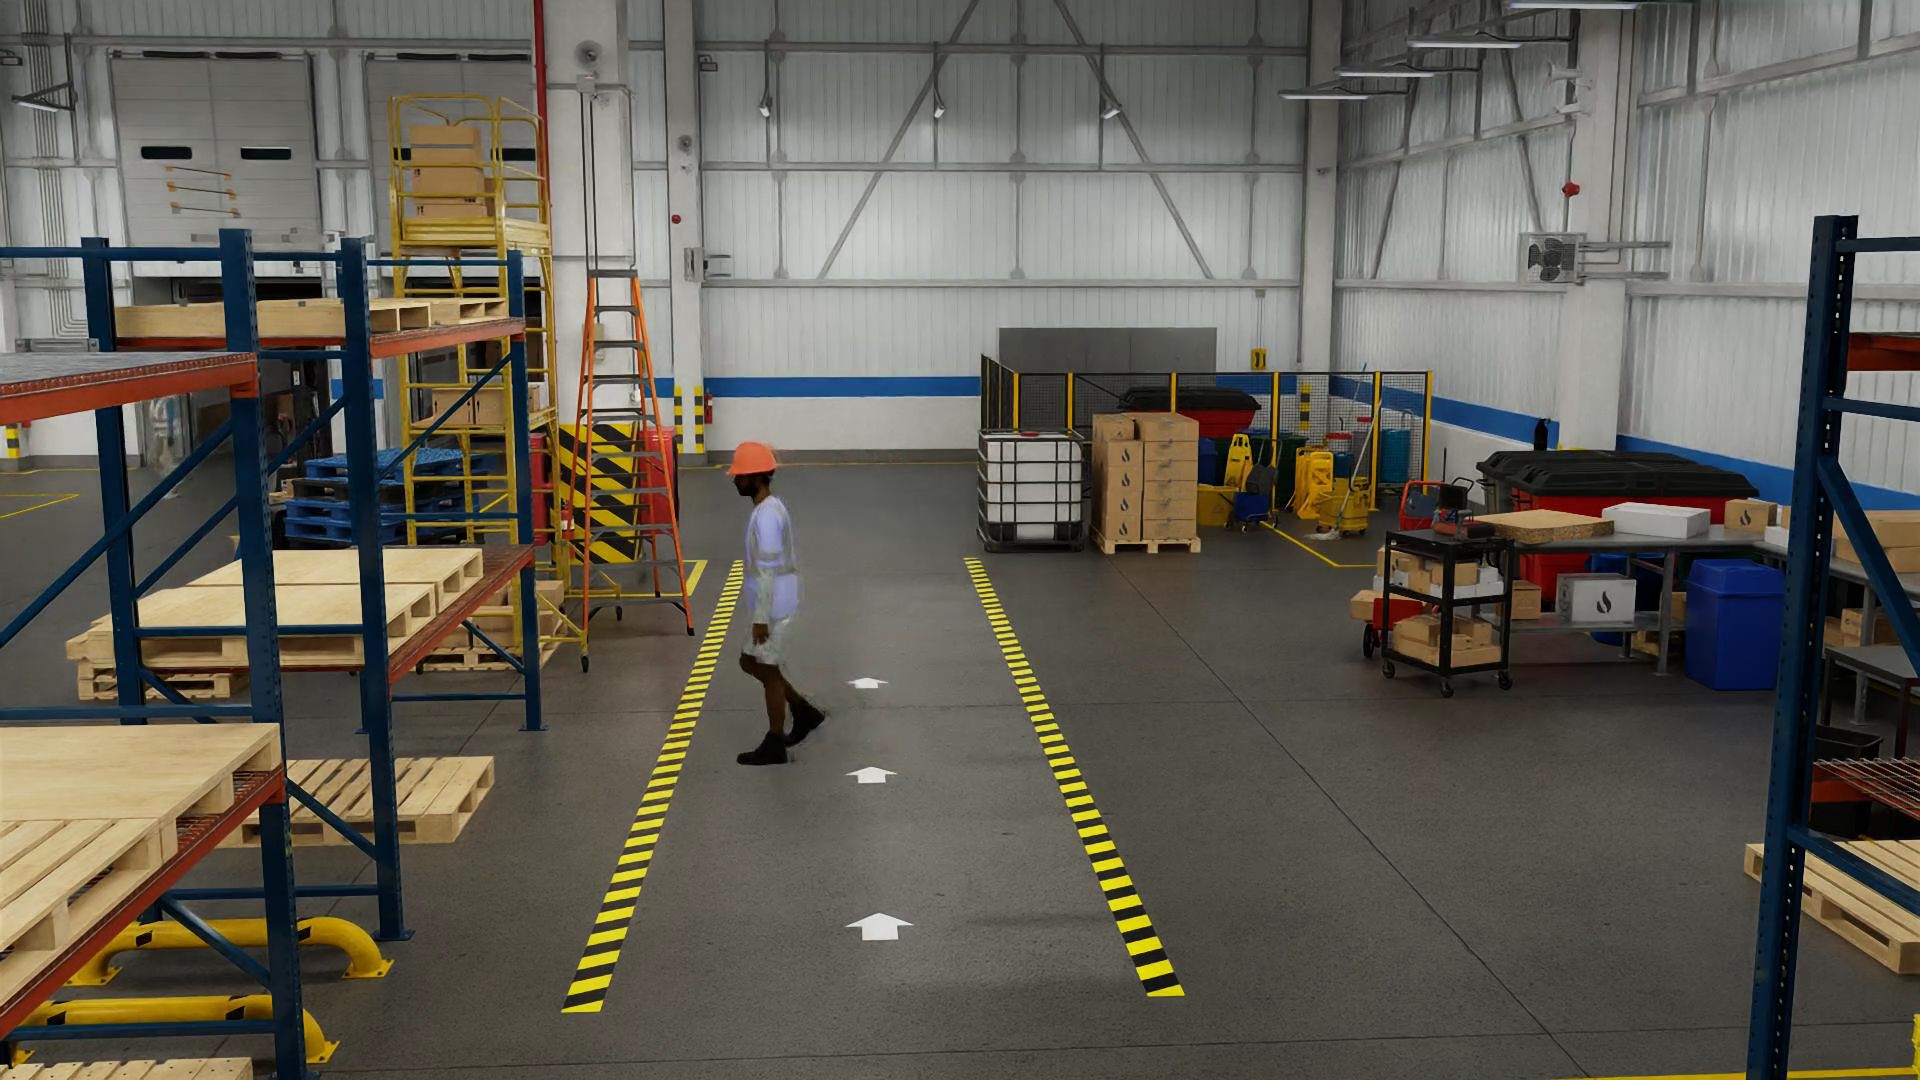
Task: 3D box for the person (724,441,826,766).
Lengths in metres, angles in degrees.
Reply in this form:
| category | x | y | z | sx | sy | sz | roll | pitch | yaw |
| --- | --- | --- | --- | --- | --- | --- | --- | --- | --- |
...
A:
| category | x | y | z | sx | sy | sz | roll | pitch | yaw |
| --- | --- | --- | --- | --- | --- | --- | --- | --- | --- |
| person | -1.119 | 0.380 | 9.759 | 0.495 | 1.924 | 0.557 | -2 | 9 | -11 |

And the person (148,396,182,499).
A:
| category | x | y | z | sx | sy | sz | roll | pitch | yaw |
| --- | --- | --- | --- | --- | --- | --- | --- | --- | --- |
| person | -10.265 | -1.332 | 21.438 | 0.517 | 1.627 | 0.361 | 7 | 11 | 36 |

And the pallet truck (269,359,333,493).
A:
| category | x | y | z | sx | sy | sz | roll | pitch | yaw |
| --- | --- | --- | --- | --- | --- | --- | --- | --- | --- |
| pallet truck | -7.062 | -1.131 | 18.996 | 1.885 | 1.965 | 0.823 | 2 | 9 | 13 |
